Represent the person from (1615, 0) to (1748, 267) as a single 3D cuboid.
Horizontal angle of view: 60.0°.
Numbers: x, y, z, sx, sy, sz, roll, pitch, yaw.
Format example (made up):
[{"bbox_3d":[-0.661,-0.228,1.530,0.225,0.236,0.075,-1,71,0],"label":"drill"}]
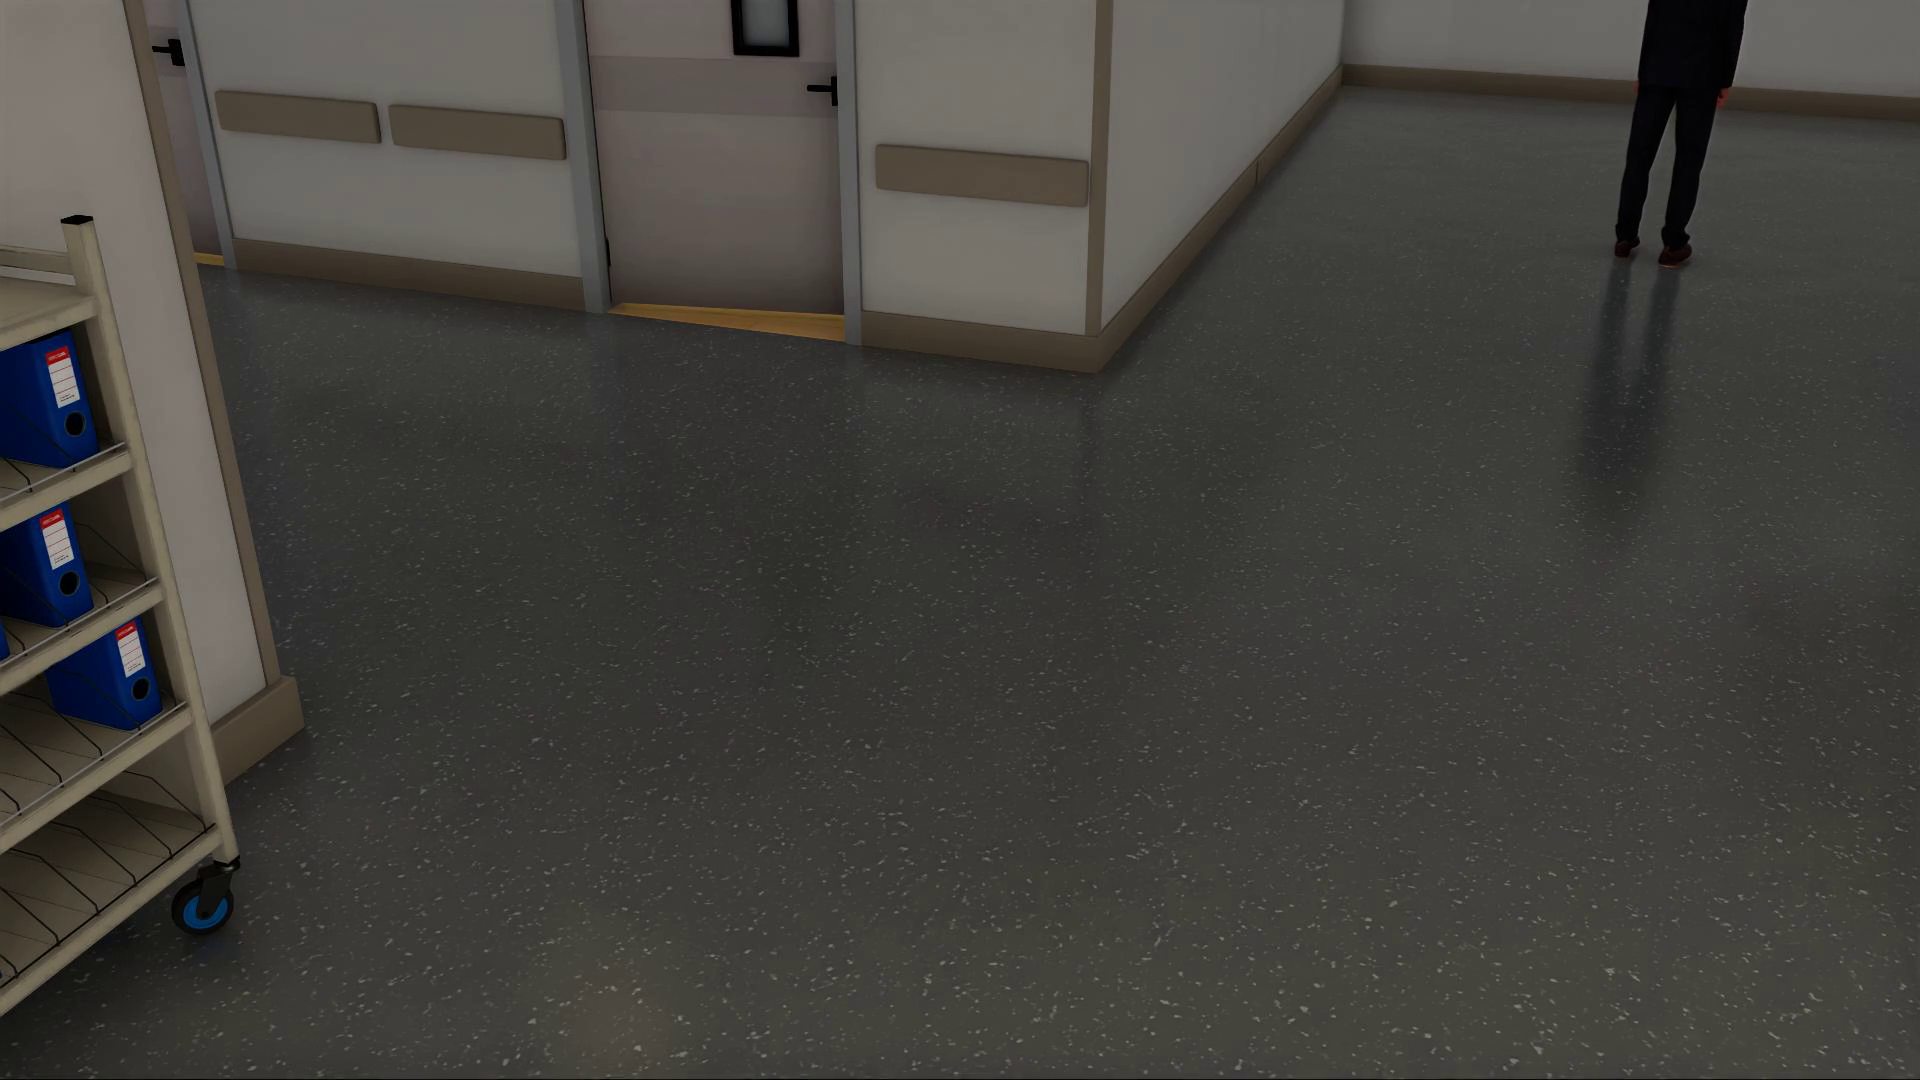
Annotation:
[{"bbox_3d":[3.610,-2.335,8.319,0.661,1.867,0.650,15,29,27],"label":"person"}]
